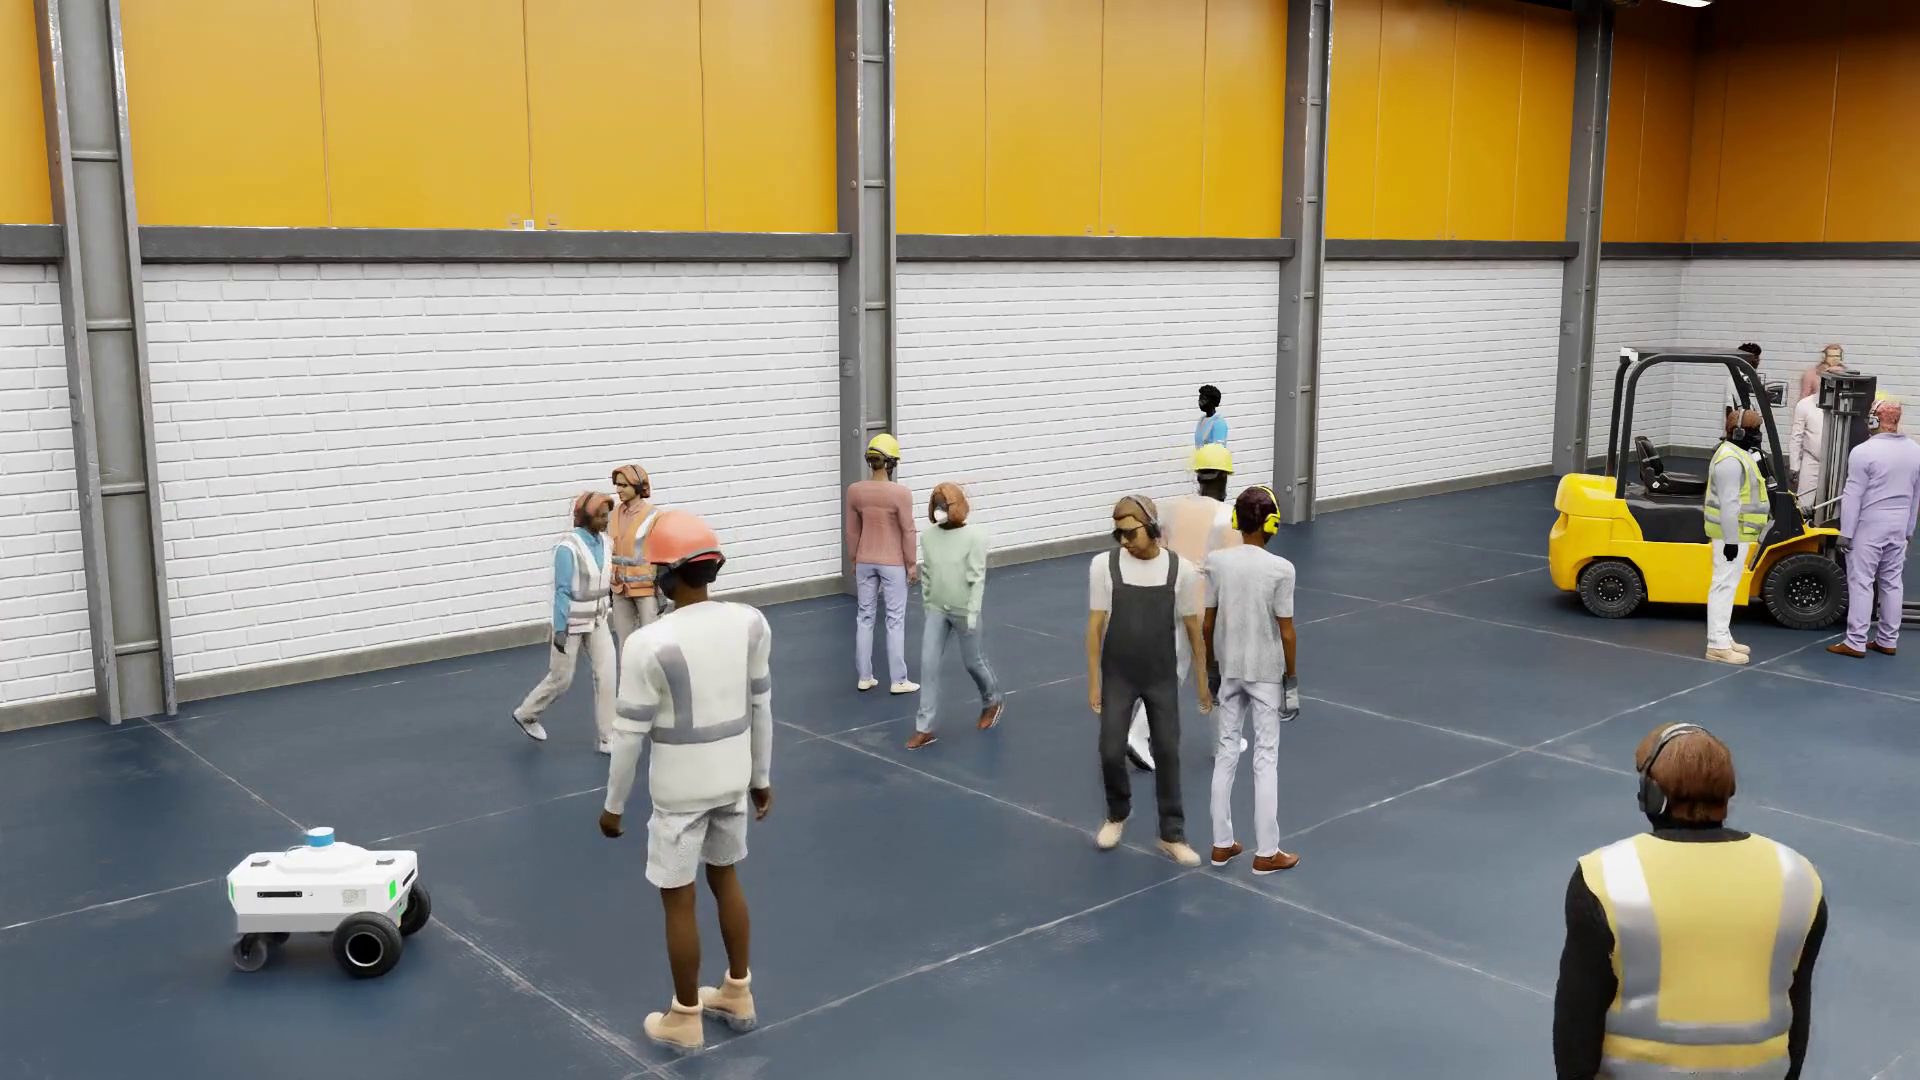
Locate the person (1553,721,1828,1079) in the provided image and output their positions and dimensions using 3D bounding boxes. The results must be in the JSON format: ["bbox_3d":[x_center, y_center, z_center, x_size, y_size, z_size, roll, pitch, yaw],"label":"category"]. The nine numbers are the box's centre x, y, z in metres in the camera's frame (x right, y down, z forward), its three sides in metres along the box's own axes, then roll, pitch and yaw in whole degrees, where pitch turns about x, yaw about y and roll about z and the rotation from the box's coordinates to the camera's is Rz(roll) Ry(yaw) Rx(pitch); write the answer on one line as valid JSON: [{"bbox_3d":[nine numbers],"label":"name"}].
[{"bbox_3d":[1.753,1.354,4.055,0.641,1.830,0.462,0,10,1],"label":"person"}]

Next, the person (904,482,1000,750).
[{"bbox_3d":[-0.022,0.429,10.126,0.496,1.599,0.801,6,11,30],"label":"person"}]

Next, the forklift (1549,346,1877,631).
[{"bbox_3d":[6.109,-0.478,13.691,2.313,2.155,1.214,3,10,16],"label":"forklift"}]

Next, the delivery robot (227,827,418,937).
[{"bbox_3d":[-2.658,1.445,6.950,0.707,0.478,0.477,0,10,-2],"label":"delivery robot"}]

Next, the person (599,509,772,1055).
[{"bbox_3d":[-0.999,0.895,6.123,0.447,2.037,0.633,9,13,44],"label":"person"}]

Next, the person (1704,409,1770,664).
[{"bbox_3d":[5.652,-0.035,12.127,0.429,1.842,0.633,5,11,27],"label":"person"}]

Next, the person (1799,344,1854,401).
[{"bbox_3d":[10.600,-1.450,20.302,0.639,1.885,0.473,1,10,5],"label":"person"}]

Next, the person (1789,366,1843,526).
[{"bbox_3d":[8.240,-0.697,15.817,0.654,1.904,0.407,4,11,23],"label":"person"}]

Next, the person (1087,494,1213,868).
[{"bbox_3d":[0.924,0.667,8.076,0.637,1.825,0.456,0,10,0],"label":"person"}]

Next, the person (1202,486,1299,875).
[{"bbox_3d":[1.398,0.666,7.963,0.512,1.865,0.329,7,12,37],"label":"person"}]

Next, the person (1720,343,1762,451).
[{"bbox_3d":[9.060,-1.317,19.319,0.611,1.954,0.402,-8,13,-41],"label":"person"}]

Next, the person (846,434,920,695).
[{"bbox_3d":[-0.514,0.166,11.196,0.522,1.762,0.320,5,11,26],"label":"person"}]

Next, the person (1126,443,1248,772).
[{"bbox_3d":[1.338,0.392,9.554,0.635,1.880,0.930,9,13,44],"label":"person"}]

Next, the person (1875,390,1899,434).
[{"bbox_3d":[8.228,-0.494,15.060,0.539,1.749,0.390,-4,11,-24],"label":"person"}]

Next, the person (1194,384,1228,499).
[{"bbox_3d":[2.472,-0.686,16.390,0.321,1.691,0.537,-2,10,-14],"label":"person"}]

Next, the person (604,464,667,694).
[{"bbox_3d":[-2.057,0.332,10.568,0.524,1.639,0.308,6,11,29],"label":"person"}]

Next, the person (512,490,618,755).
[{"bbox_3d":[-2.305,0.481,9.810,0.769,1.595,0.529,5,11,27],"label":"person"}]

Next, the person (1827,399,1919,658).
[{"bbox_3d":[6.731,-0.082,12.239,0.640,1.902,0.402,-3,10,-17],"label":"person"}]
